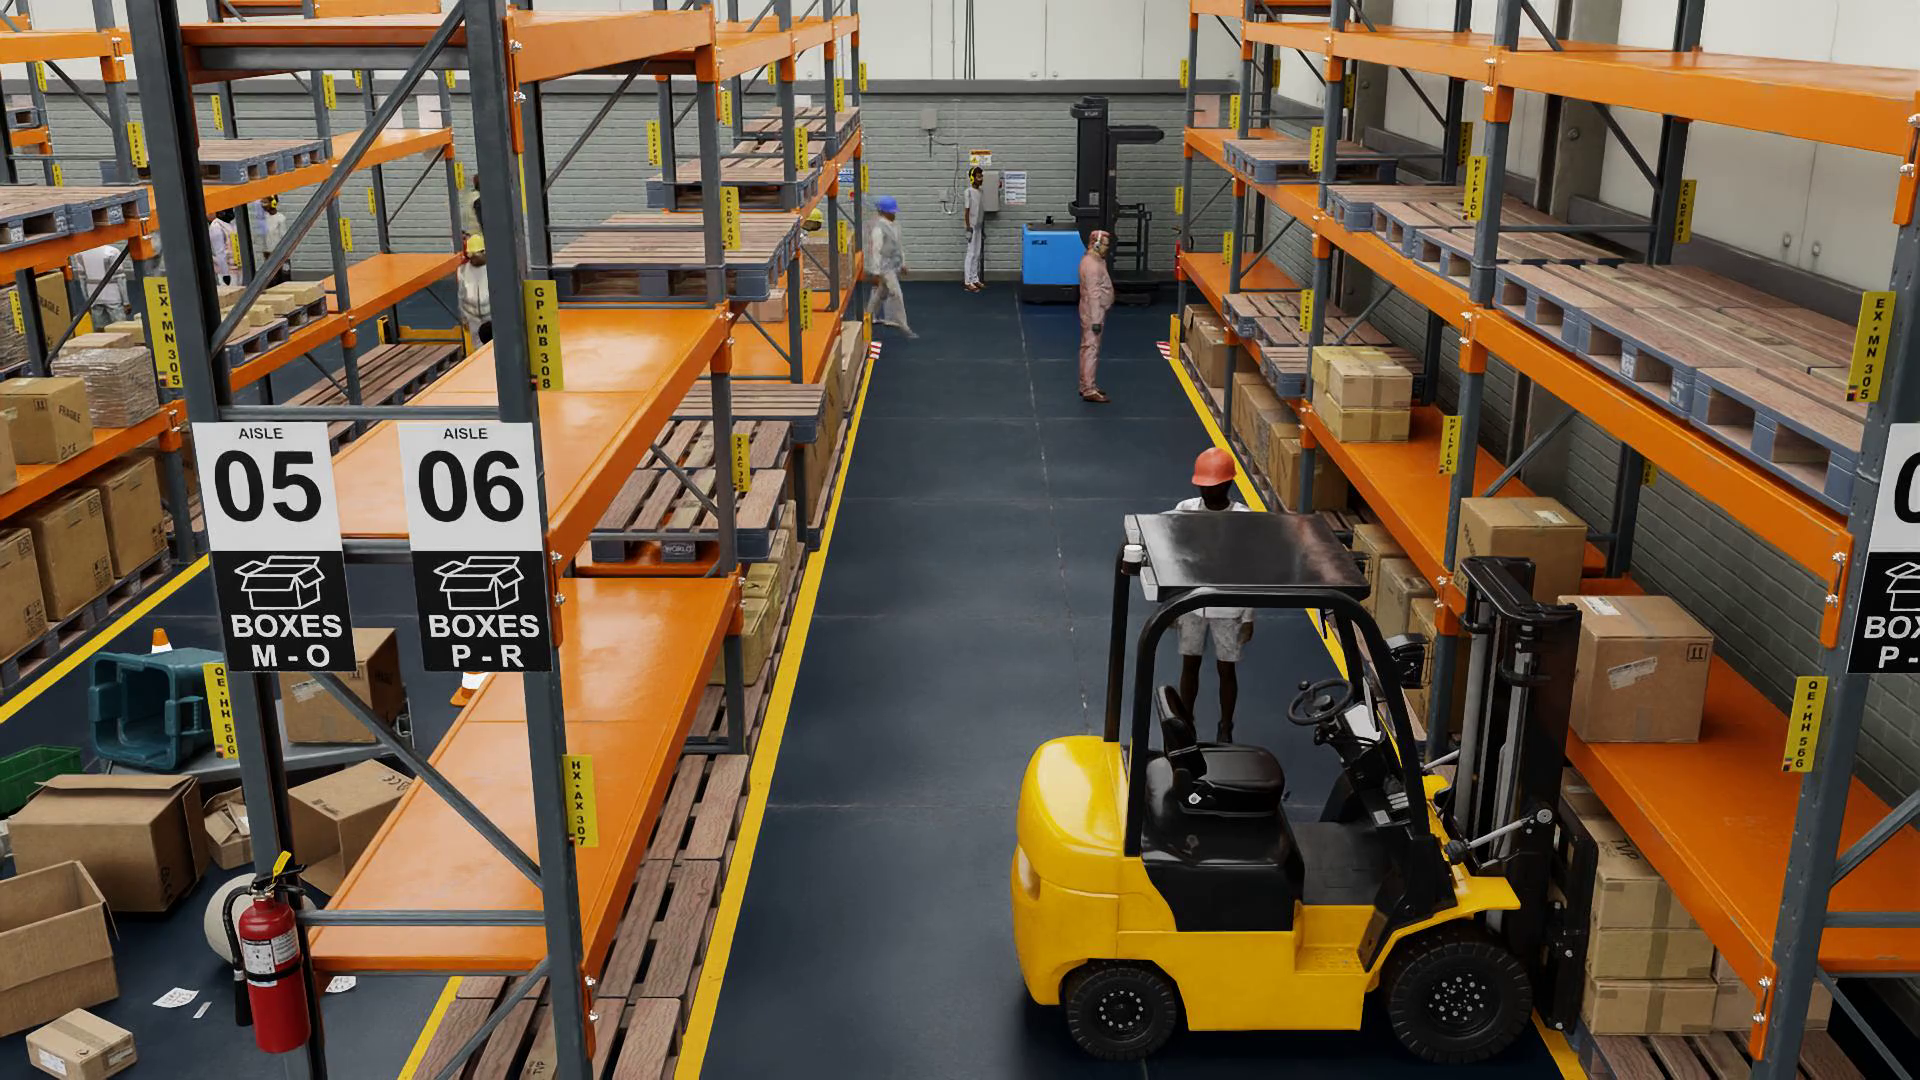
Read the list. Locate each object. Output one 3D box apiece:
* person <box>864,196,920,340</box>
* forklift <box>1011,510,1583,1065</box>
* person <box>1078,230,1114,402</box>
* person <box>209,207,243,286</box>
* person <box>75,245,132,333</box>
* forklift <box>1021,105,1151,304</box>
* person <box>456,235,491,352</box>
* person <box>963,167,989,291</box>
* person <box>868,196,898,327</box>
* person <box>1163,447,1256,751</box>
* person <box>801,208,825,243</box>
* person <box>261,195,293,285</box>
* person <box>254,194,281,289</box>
[{"bbox_3d":[-1.007,-3.594,21.914,0.960,1.901,0.639,8,20,22],"label":"person"},{"bbox_3d":[1.387,1.055,7.378,2.313,2.155,1.214,0,18,0],"label":"forklift"},{"bbox_3d":[1.517,-2.506,18.602,0.407,1.905,0.638,0,18,-1],"label":"person"},{"bbox_3d":[-9.544,-3.530,21.794,0.430,1.845,0.623,-2,18,-6],"label":"person"},{"bbox_3d":[-10.045,-2.843,19.587,0.544,1.929,0.387,1,18,4],"label":"person"},{"bbox_3d":[1.857,-4.944,24.441,1.873,2.768,1.129,0,18,0],"label":"forklift"},{"bbox_3d":[-5.391,-2.545,18.836,0.608,1.824,0.428,0,18,-1],"label":"person"},{"bbox_3d":[0.245,-4.762,25.475,0.325,1.871,0.521,9,20,26],"label":"person"},{"bbox_3d":[-1.031,-3.811,22.777,0.524,1.759,0.328,17,25,41],"label":"person"},{"bbox_3d":[1.474,0.389,9.794,0.550,1.935,0.376,9,20,25],"label":"person"},{"bbox_3d":[-1.914,-3.472,21.797,0.321,1.731,0.490,-1,18,-2],"label":"person"},{"bbox_3d":[-9.257,-3.815,22.636,0.503,1.861,0.327,17,25,41],"label":"person"},{"bbox_3d":[-10.549,-4.696,25.258,0.739,1.897,0.351,13,22,34],"label":"person"}]
